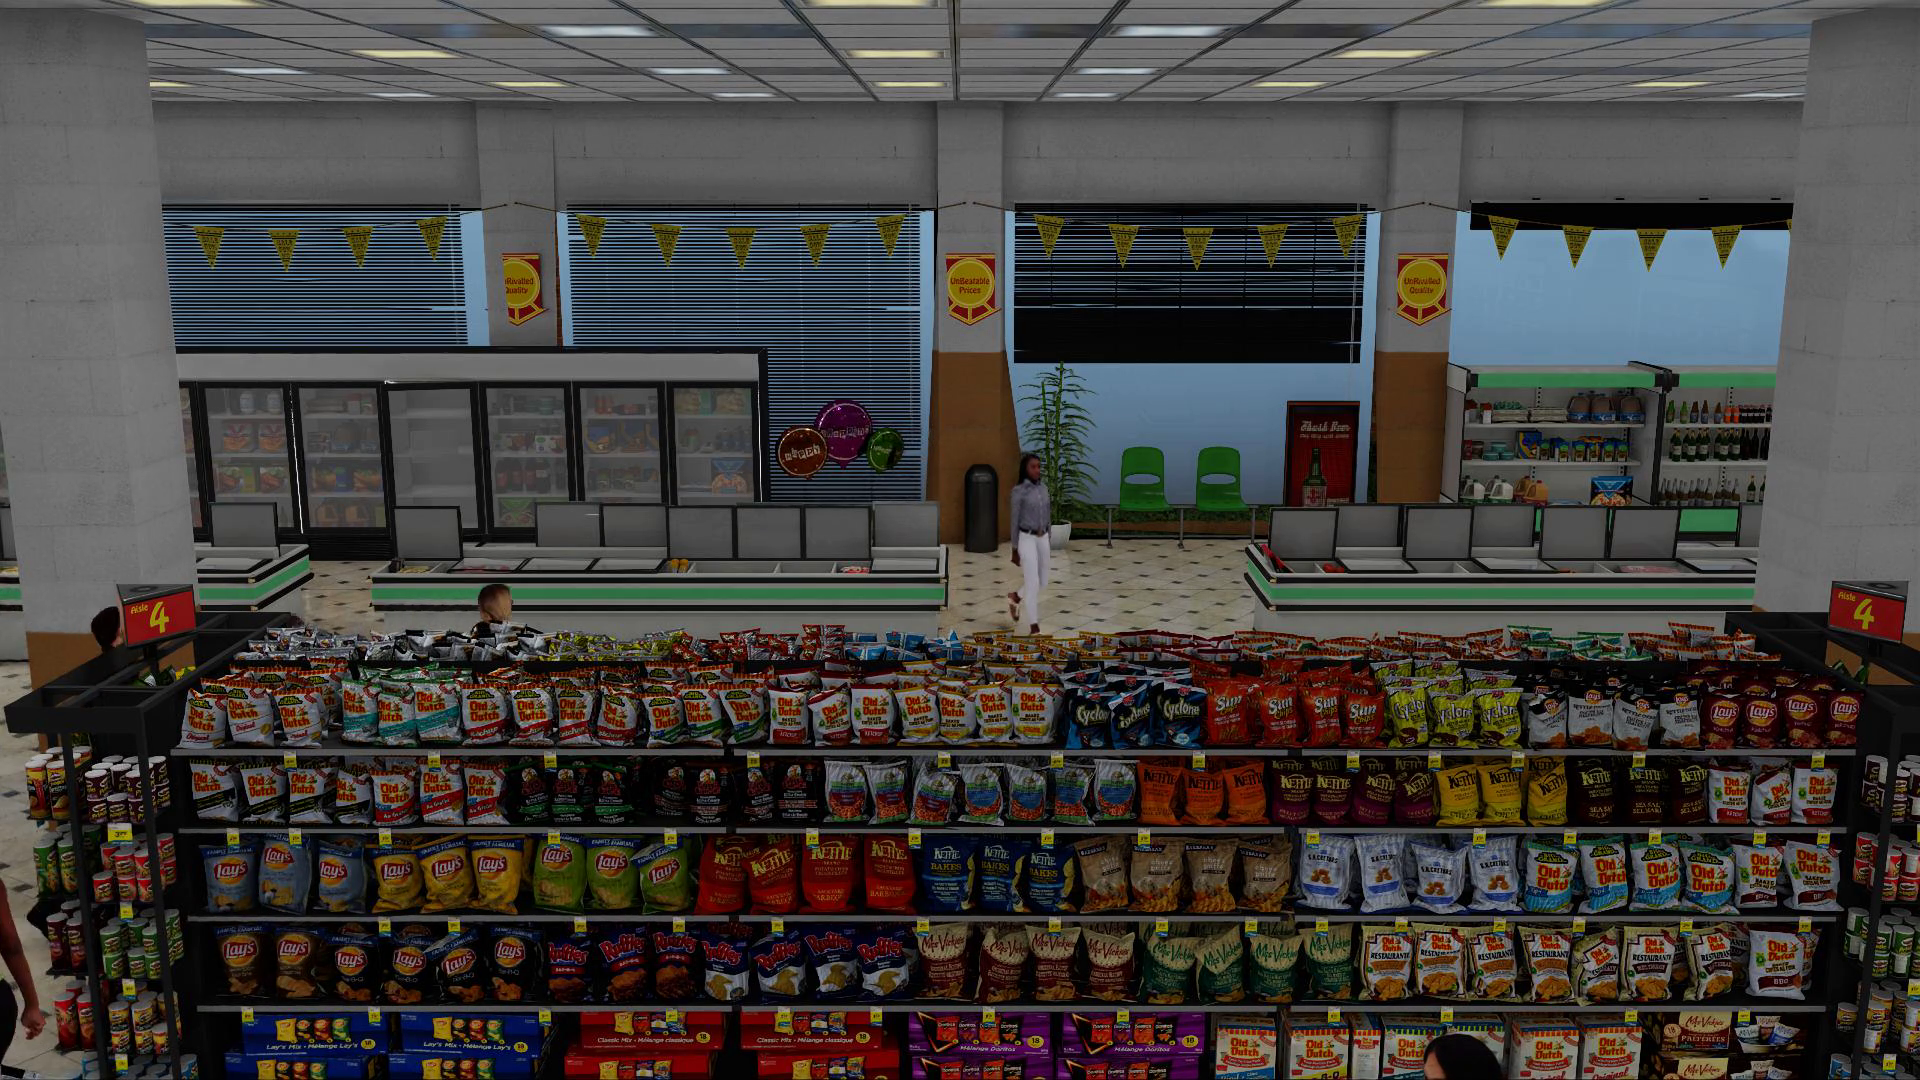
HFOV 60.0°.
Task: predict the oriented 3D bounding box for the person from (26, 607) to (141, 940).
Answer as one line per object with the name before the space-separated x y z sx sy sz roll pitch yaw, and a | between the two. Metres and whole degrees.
person | -4.669 1.306 9.020 1.241 1.797 0.990 -3 12 -15

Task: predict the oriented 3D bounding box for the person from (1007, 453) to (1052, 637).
person | 0.612 0.059 15.159 1.008 1.707 0.980 -8 14 -32

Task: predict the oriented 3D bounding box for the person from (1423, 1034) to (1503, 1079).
person | 1.411 2.232 4.840 0.681 1.706 0.675 -6 13 -28
